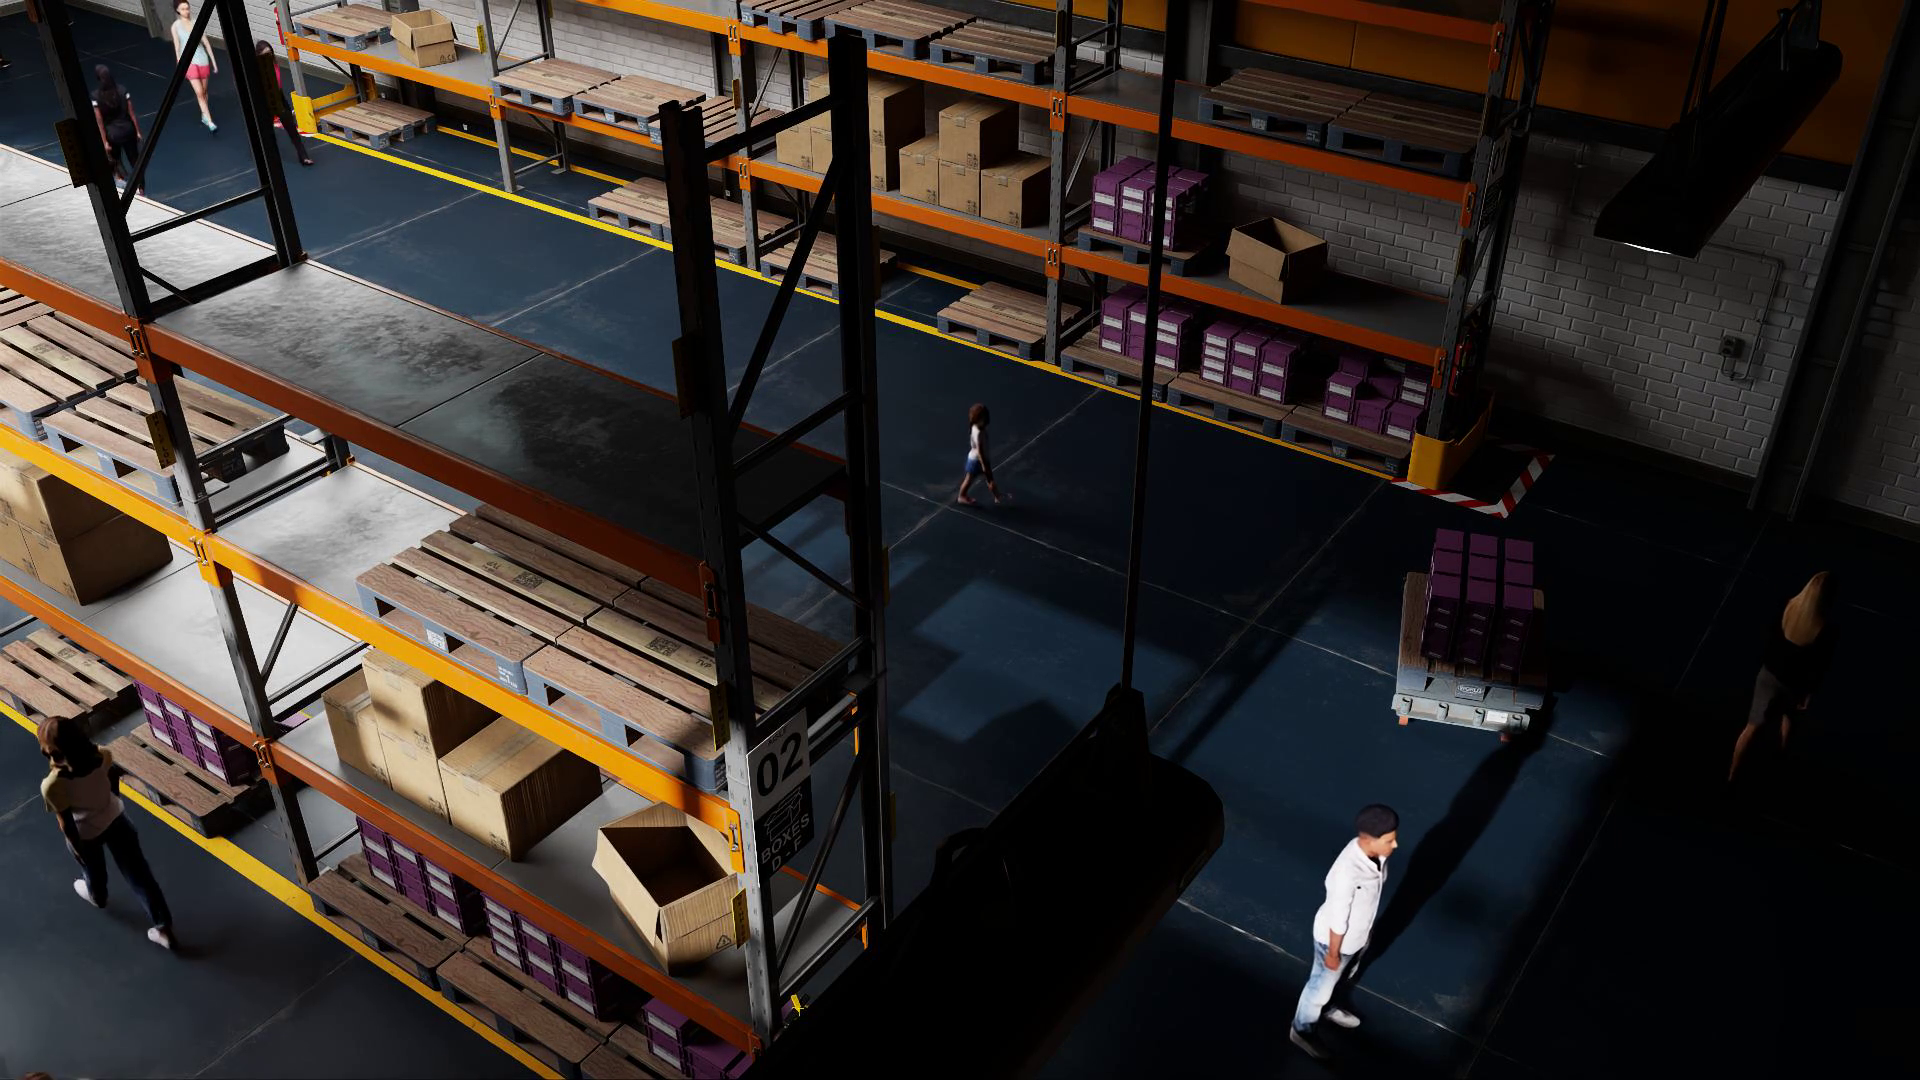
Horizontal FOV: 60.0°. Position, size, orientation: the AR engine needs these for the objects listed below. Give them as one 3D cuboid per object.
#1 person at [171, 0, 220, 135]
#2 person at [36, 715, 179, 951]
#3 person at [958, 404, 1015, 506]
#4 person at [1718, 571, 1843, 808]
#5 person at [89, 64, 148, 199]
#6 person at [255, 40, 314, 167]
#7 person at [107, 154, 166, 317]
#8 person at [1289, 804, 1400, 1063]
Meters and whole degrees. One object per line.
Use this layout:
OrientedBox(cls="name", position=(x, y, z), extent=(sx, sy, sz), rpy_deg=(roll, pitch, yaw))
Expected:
OrientedBox(cls="person", position=(-10.230, -6.347, 22.218), extent=(0.797, 1.729, 1.166), rpy_deg=(-25, 41, -32))
OrientedBox(cls="person", position=(-5.106, 1.797, 10.023), extent=(1.163, 1.665, 0.663), rpy_deg=(20, 38, 27))
OrientedBox(cls="person", position=(0.111, -0.725, 14.422), extent=(0.755, 0.995, 0.575), rpy_deg=(8, 34, 12))
OrientedBox(cls="person", position=(5.429, 1.020, 11.083), extent=(0.803, 1.785, 1.132), rpy_deg=(-28, 43, -35))
OrientedBox(cls="person", position=(-10.032, -4.826, 19.938), extent=(0.722, 1.718, 0.803), rpy_deg=(-23, 40, -31))
OrientedBox(cls="person", position=(-8.762, -5.506, 21.051), extent=(1.116, 1.619, 0.689), rpy_deg=(13, 36, 19))
OrientedBox(cls="person", position=(-8.602, -3.148, 17.344), extent=(0.852, 1.796, 0.810), rpy_deg=(1, 34, 1))
OrientedBox(cls="person", position=(2.154, 2.167, 9.345), extent=(0.582, 1.798, 0.639), rpy_deg=(24, 40, 31))
